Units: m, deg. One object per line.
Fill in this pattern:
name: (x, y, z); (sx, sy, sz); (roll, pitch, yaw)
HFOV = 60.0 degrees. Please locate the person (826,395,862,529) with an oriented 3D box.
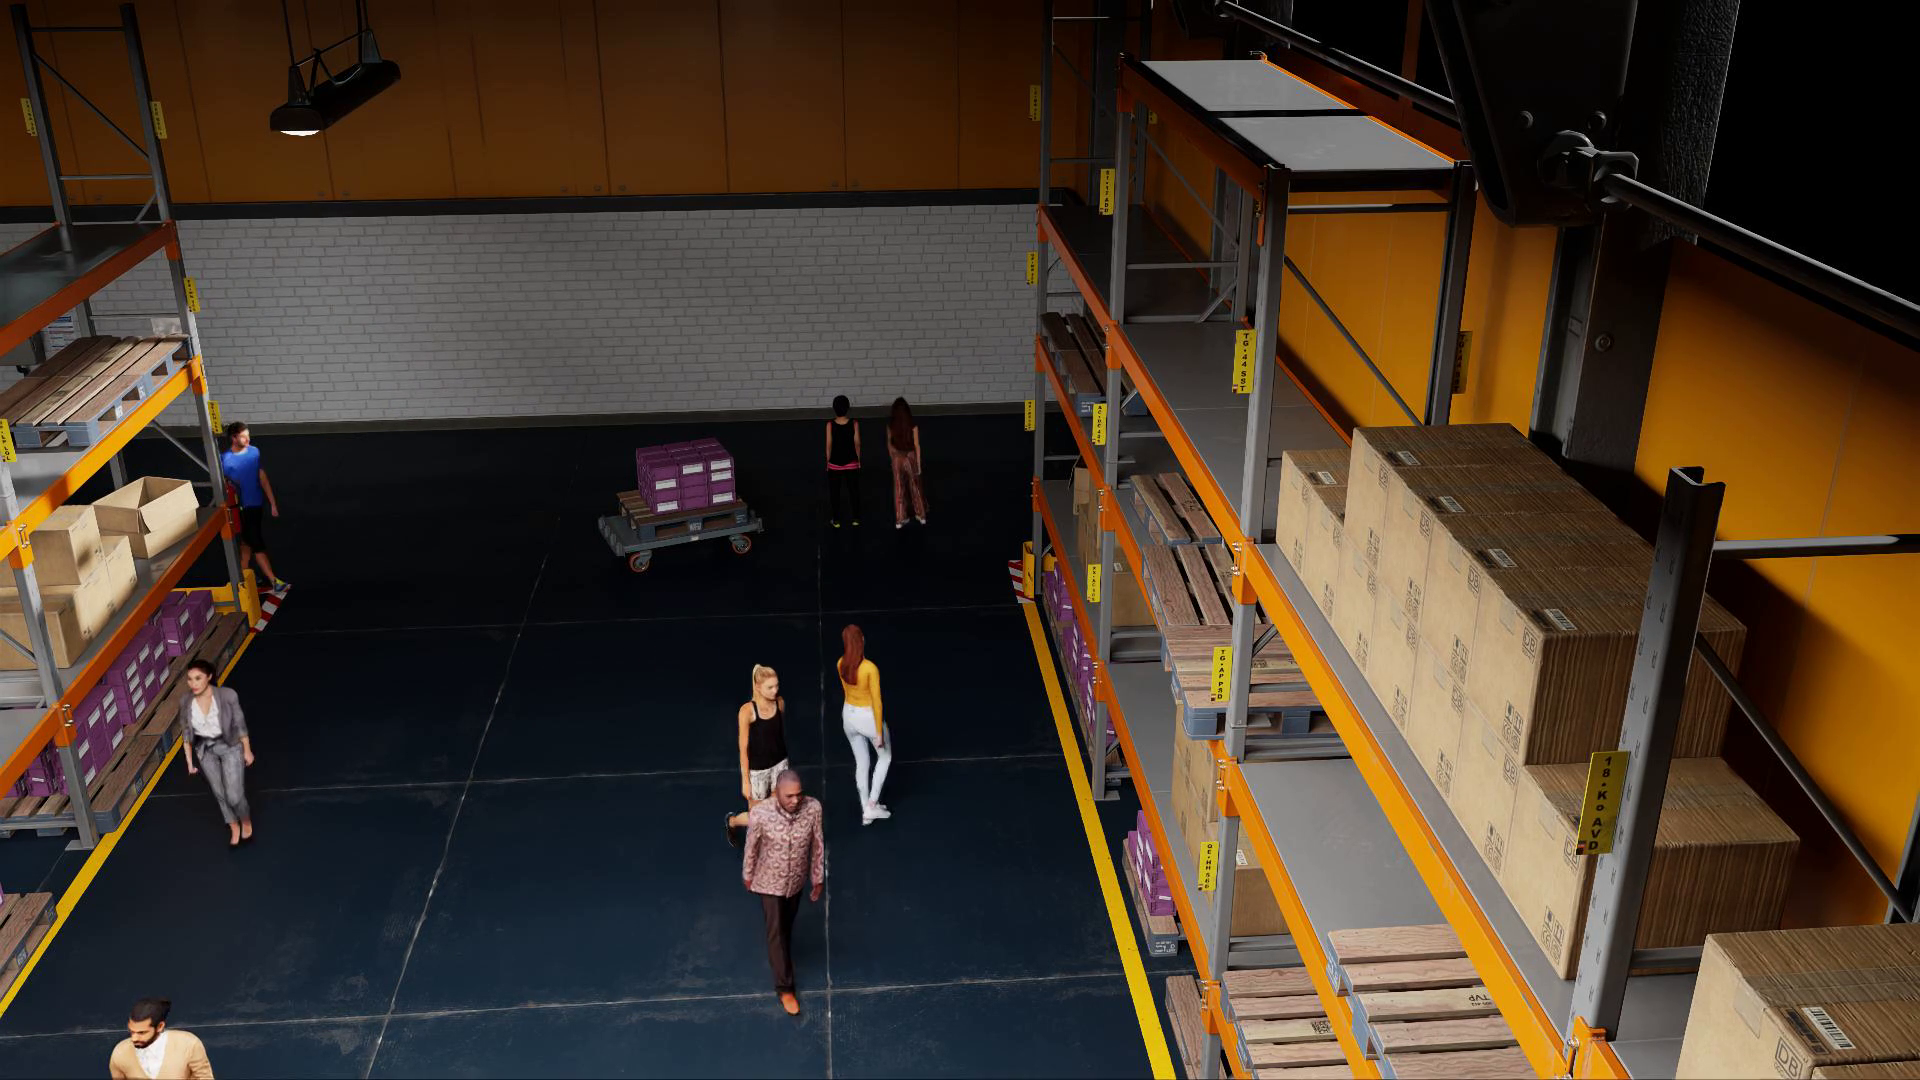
person: (-1.331, -0.905, 18.893); (0.562, 1.552, 0.521); (-4, 24, -10)

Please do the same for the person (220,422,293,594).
person: (-7.470, -0.348, 17.278); (1.097, 1.826, 1.169); (12, 26, 26)

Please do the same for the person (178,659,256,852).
person: (-5.717, 1.637, 12.938); (0.635, 1.663, 0.578); (-1, 24, -3)

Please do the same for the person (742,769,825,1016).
person: (-1.243, 2.263, 11.389); (0.940, 1.757, 1.175); (-11, 26, -23)

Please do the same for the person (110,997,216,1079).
person: (-4.342, 3.235, 9.172); (0.683, 1.752, 0.626); (-5, 24, -12)

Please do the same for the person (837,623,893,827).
person: (-0.831, 1.501, 13.167); (0.721, 1.729, 0.765); (15, 28, 31)

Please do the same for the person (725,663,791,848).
person: (-1.522, 1.713, 12.565); (0.984, 1.823, 1.105); (-20, 31, -38)

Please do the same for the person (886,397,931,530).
person: (-0.667, -0.857, 18.782); (0.707, 1.553, 0.741); (9, 25, 20)
